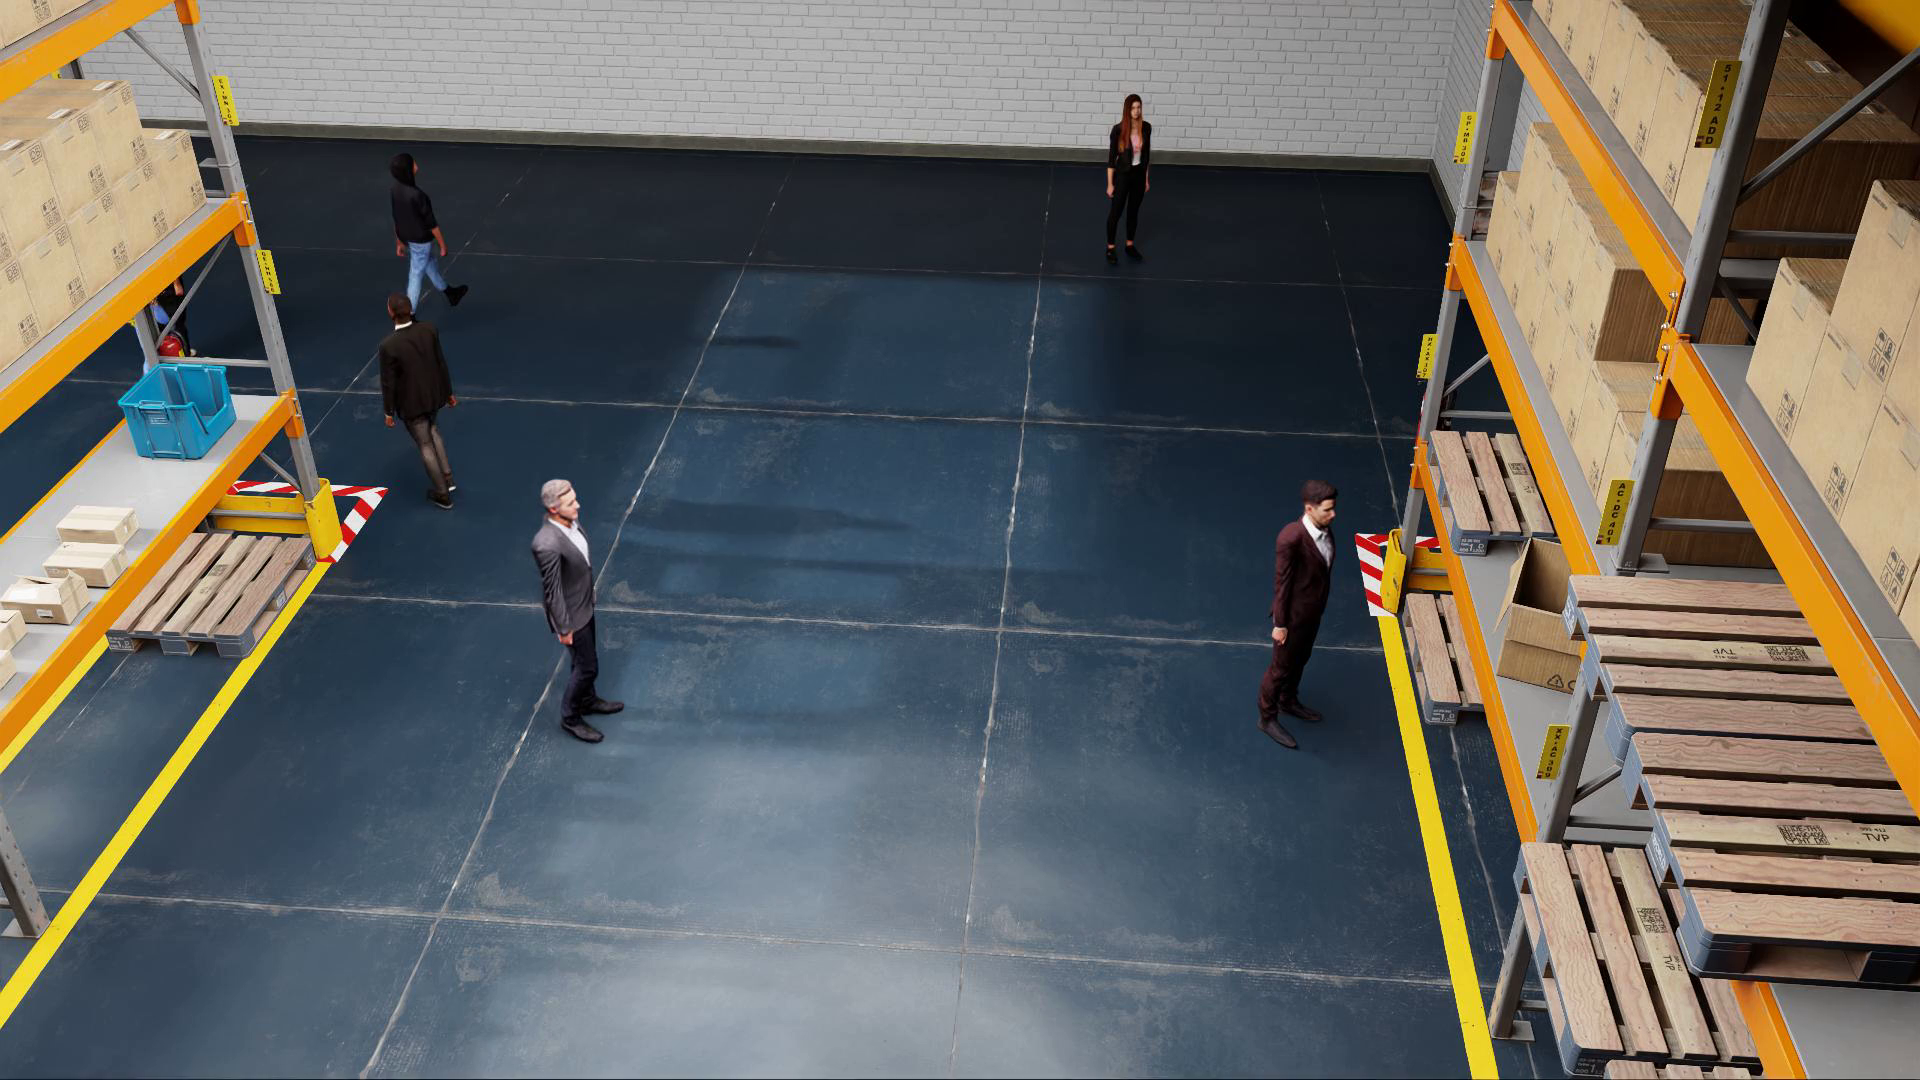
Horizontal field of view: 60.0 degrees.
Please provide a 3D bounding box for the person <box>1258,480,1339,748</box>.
[{"bbox_3d":[2.117,0.416,10.396,0.839,1.863,0.729,24,41,32],"label":"person"}]

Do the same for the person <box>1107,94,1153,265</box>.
[{"bbox_3d":[1.682,-3.622,16.609,0.687,1.710,0.673,-11,35,-16],"label":"person"}]

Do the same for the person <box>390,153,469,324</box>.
[{"bbox_3d":[-5.021,-2.663,15.213,0.908,1.658,1.211,17,37,24],"label":"person"}]

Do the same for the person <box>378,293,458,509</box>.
[{"bbox_3d":[-4.034,-1.022,12.622,0.880,1.793,0.784,24,41,32],"label":"person"}]

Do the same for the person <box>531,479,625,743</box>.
[{"bbox_3d":[-2.448,0.402,10.450,0.814,1.827,0.584,0,34,0],"label":"person"}]
